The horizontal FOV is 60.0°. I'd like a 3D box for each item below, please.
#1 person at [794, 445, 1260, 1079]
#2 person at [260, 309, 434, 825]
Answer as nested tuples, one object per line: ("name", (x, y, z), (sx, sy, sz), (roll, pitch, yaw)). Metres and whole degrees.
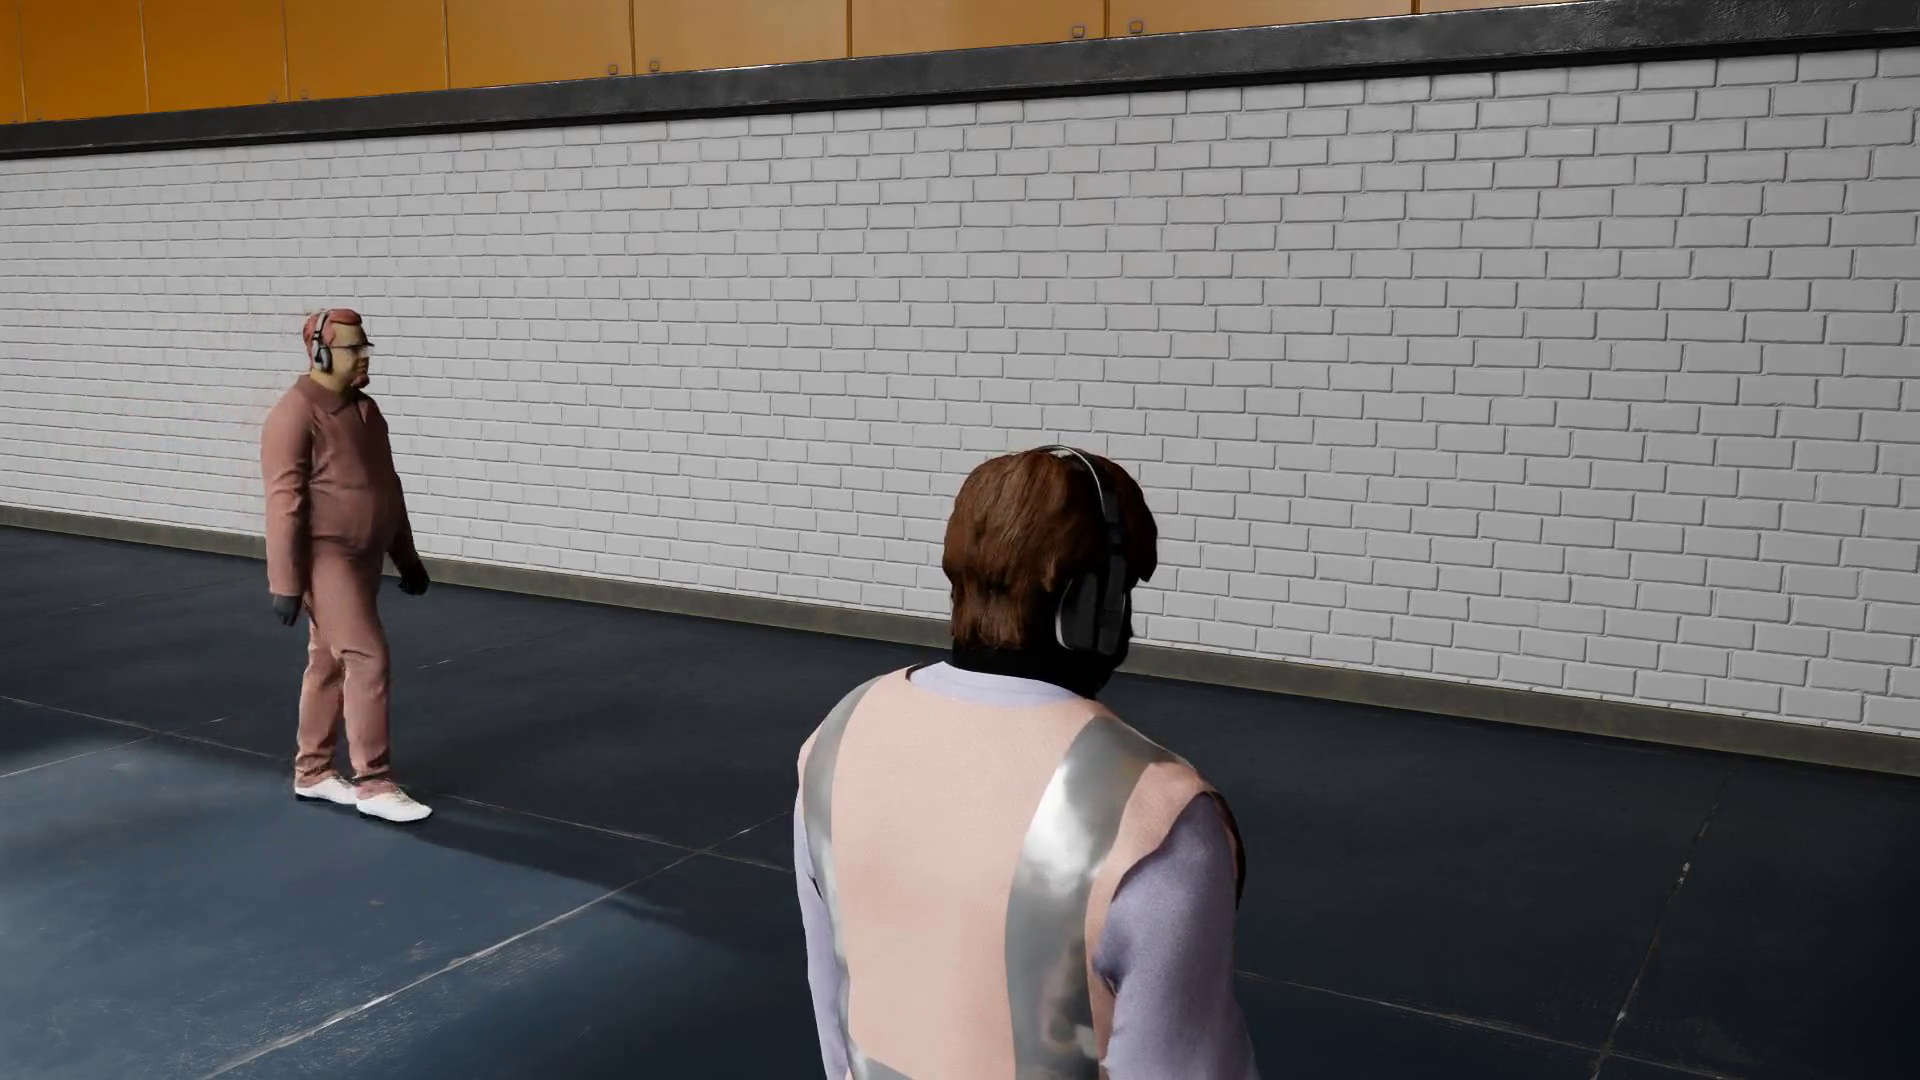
("person", (0.097, 0.808, 1.914), (0.429, 1.840, 0.624), (-9, 13, -43))
("person", (-2.217, 0.096, 6.186), (0.790, 1.884, 0.639), (1, 9, 6))
